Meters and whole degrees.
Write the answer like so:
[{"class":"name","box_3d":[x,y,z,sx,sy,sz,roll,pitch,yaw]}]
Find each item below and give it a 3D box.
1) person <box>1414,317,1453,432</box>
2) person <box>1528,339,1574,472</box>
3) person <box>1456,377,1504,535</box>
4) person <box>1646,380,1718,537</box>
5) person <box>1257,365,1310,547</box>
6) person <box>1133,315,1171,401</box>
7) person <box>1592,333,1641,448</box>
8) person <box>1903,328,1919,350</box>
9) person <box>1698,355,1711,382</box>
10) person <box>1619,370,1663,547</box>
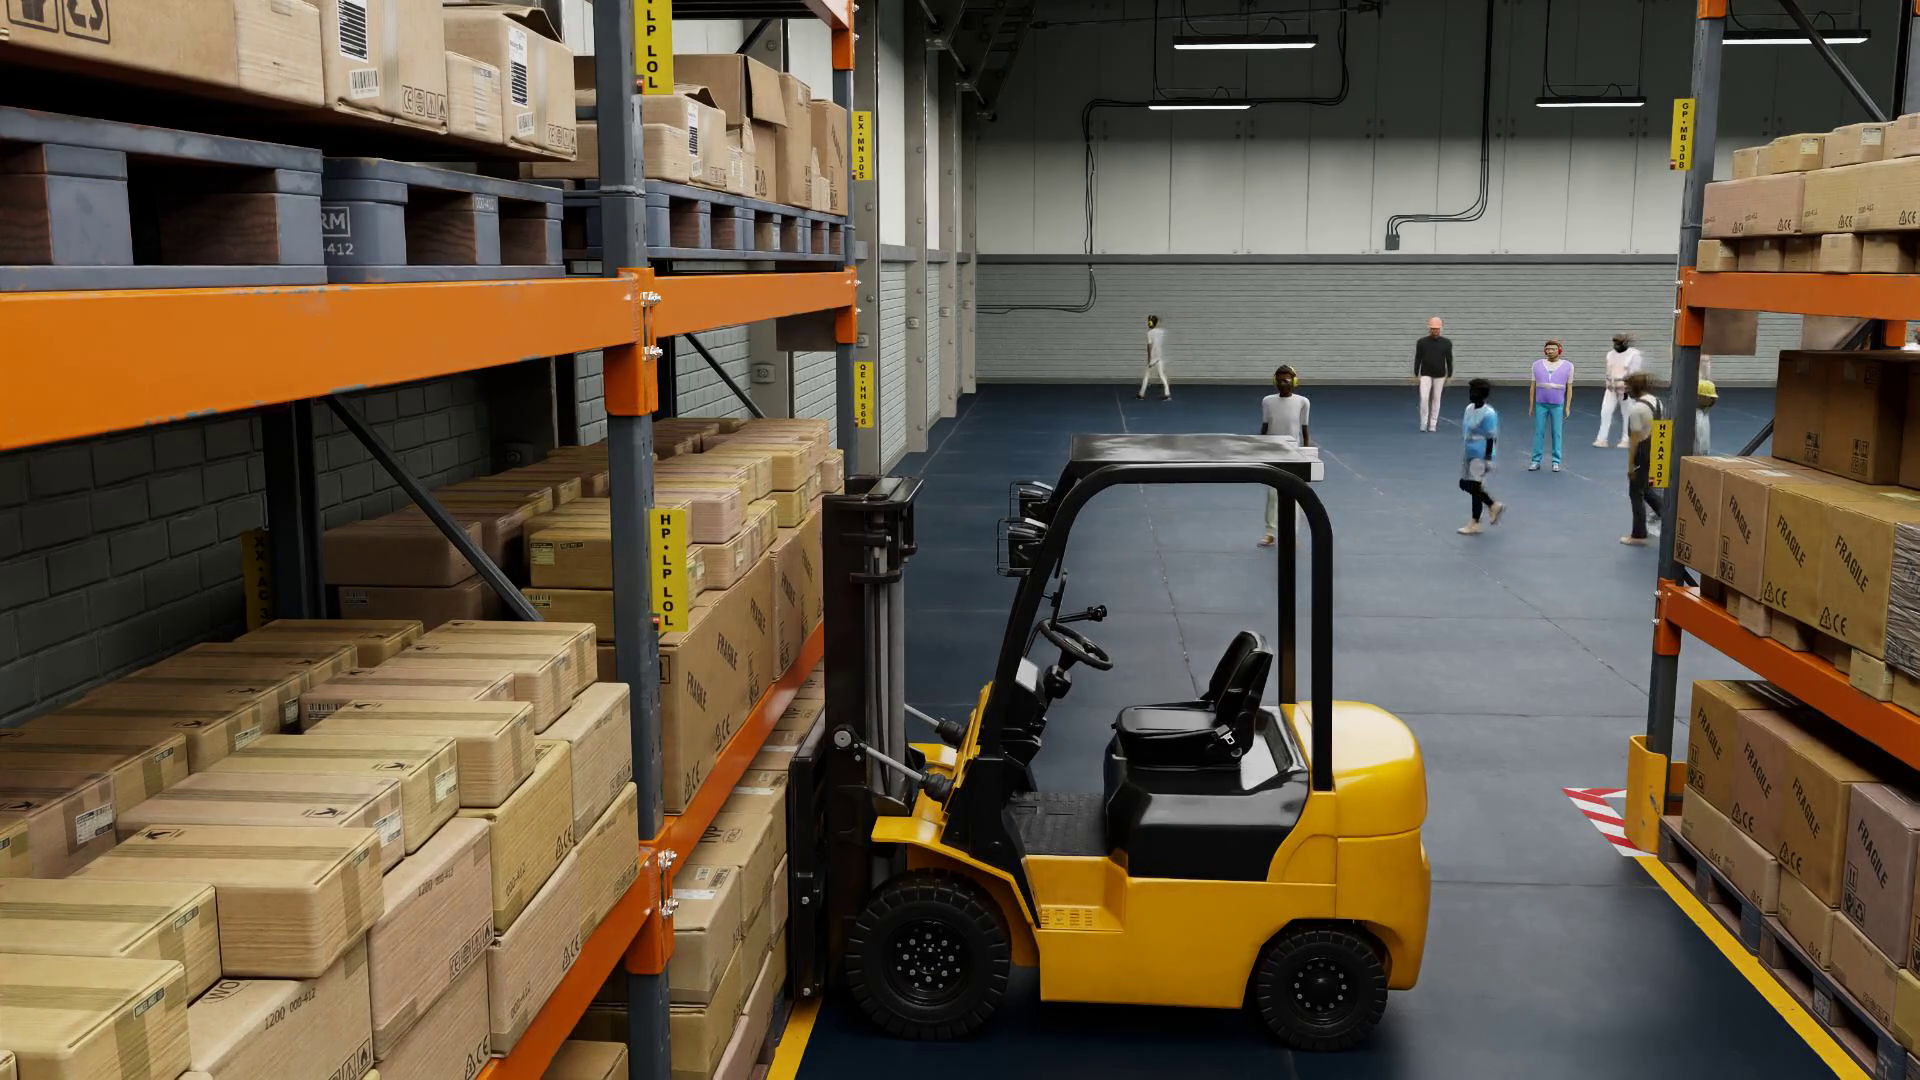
[{"class":"person","box_3d":[8.113,-2.818,28.512,0.646,1.968,0.807,3,10,15]},{"class":"person","box_3d":[8.230,-1.874,23.183,0.564,1.846,0.390,5,11,27]},{"class":"person","box_3d":[5.580,-0.899,17.742,0.512,1.682,0.539,-1,9,-9]},{"class":"person","box_3d":[7.585,-0.825,17.317,0.917,1.692,0.485,8,13,42]},{"class":"person","box_3d":[3.280,-0.844,16.892,0.533,1.864,0.310,4,10,22]},{"class":"person","box_3d":[4.122,-3.860,35.302,0.513,1.827,0.976,-7,12,-37]},{"class":"person","box_3d":[10.257,-2.316,25.996,0.827,1.806,0.622,-7,12,-35]},{"class":"person","box_3d":[16.079,-2.635,27.810,0.599,1.833,0.964,2,10,14]},{"class":"person","box_3d":[12.531,-2.775,28.565,1.001,1.883,0.582,-7,12,-35]},{"class":"person","box_3d":[6.983,-0.808,16.831,0.596,1.810,0.559,-7,12,-36]}]
